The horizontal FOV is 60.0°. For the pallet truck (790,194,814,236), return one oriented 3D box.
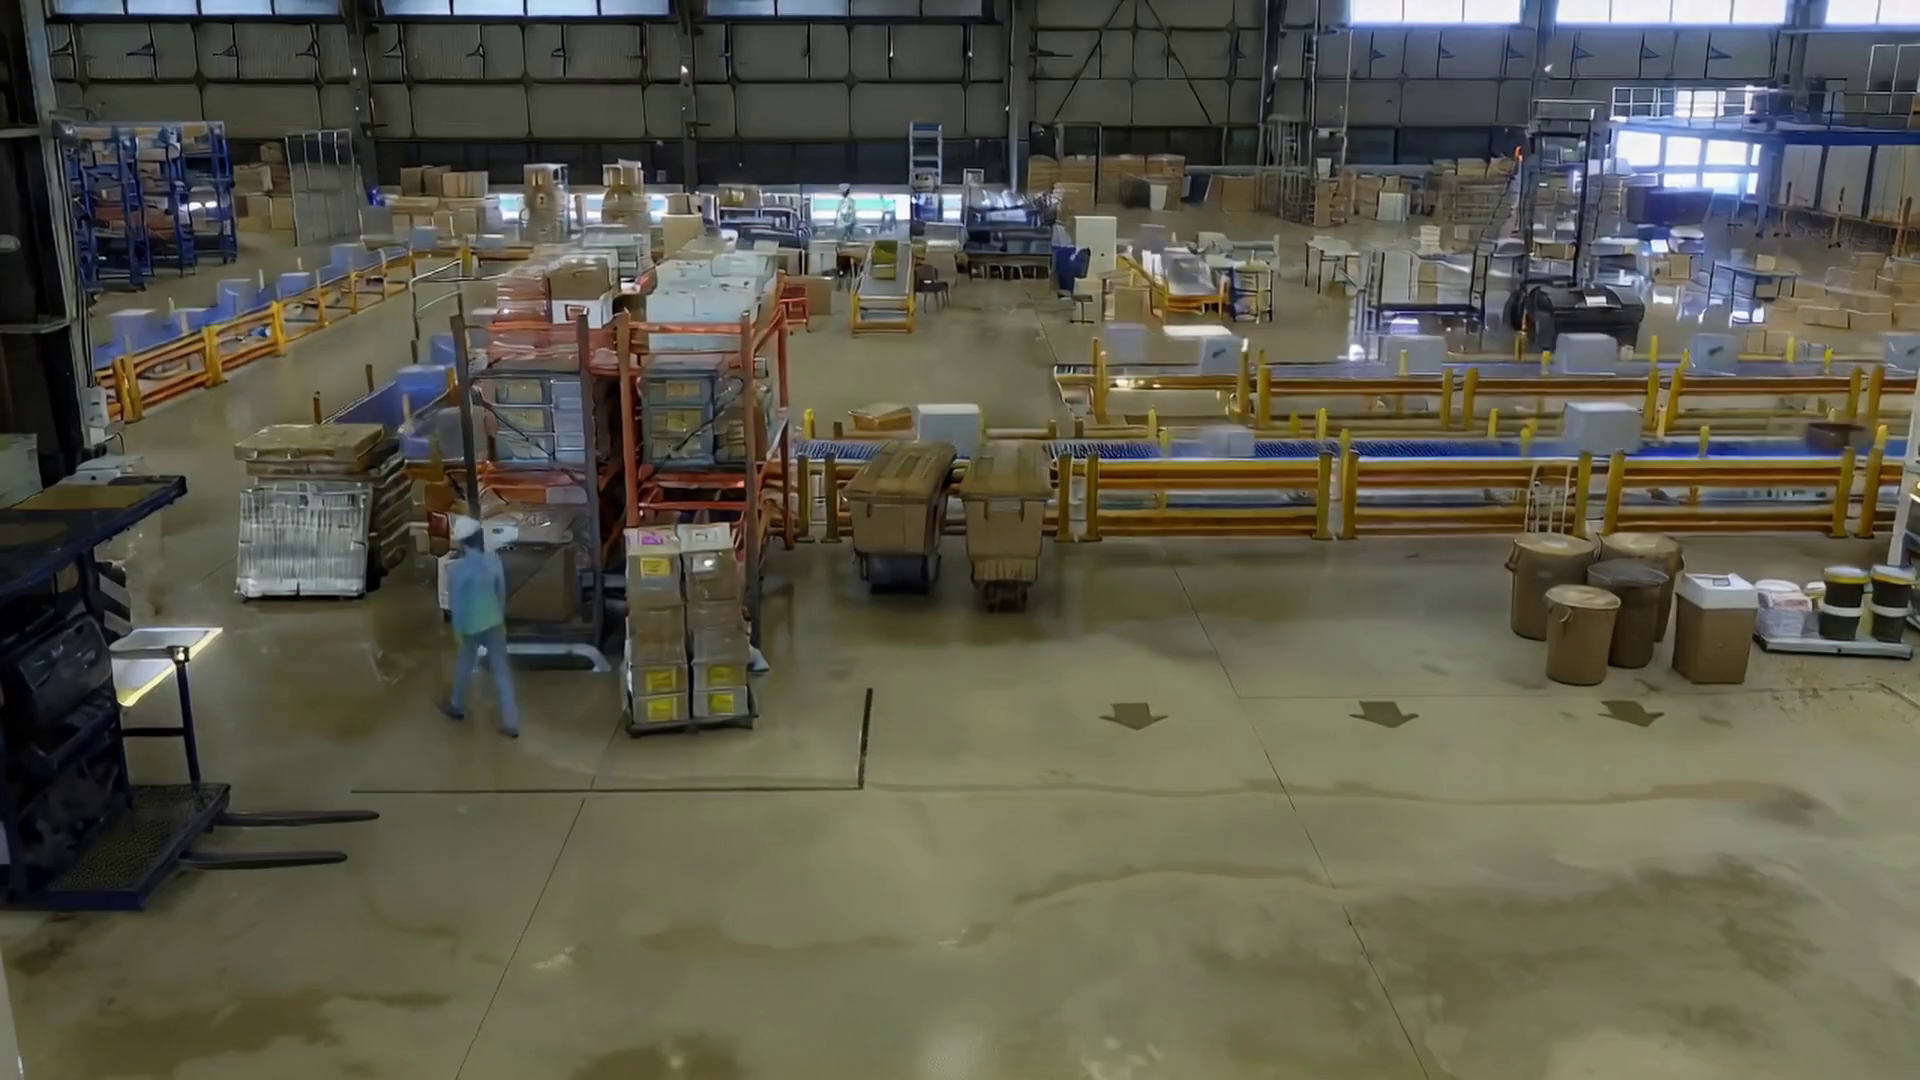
[{"bbox_3d":[-4.814,-9.883,50.259,0.704,1.261,1.522,-1,16,-3],"label":"pallet truck"}]

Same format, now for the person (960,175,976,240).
[{"bbox_3d":[0.230,-9.614,48.228,0.403,1.906,0.651,-11,19,-34],"label":"person"}]

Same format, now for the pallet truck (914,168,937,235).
[{"bbox_3d":[-0.989,-10.316,50.507,0.823,1.965,1.885,1,16,3],"label":"pallet truck"}]

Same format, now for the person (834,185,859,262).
[{"bbox_3d":[-3.025,-8.187,43.099,0.638,1.993,1.040,13,21,39],"label":"person"}]

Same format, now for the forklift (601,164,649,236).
[{"bbox_3d":[-9.948,-10.127,49.296,1.157,1.987,2.680,-1,16,-3],"label":"forklift"}]

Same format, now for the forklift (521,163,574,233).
[{"bbox_3d":[-12.233,-10.122,49.298,1.157,1.987,2.680,0,16,-1],"label":"forklift"}]

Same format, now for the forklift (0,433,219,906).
[{"bbox_3d":[-5.952,0.780,10.366,1.873,2.768,1.129,0,16,-1],"label":"forklift"}]

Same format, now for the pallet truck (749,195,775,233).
[{"bbox_3d":[-6.051,-9.967,50.660,0.680,1.201,1.601,0,16,-1],"label":"pallet truck"}]

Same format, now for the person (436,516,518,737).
[{"bbox_3d":[-3.761,0.645,12.886,0.890,1.715,0.551,13,21,39],"label":"person"}]

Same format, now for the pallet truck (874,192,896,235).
[{"bbox_3d":[-2.277,-9.986,50.594,0.653,1.274,1.630,0,16,-1],"label":"pallet truck"}]

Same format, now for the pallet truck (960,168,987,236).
[{"bbox_3d":[0.383,-10.230,50.206,0.823,1.965,1.885,-1,16,-3],"label":"pallet truck"}]
